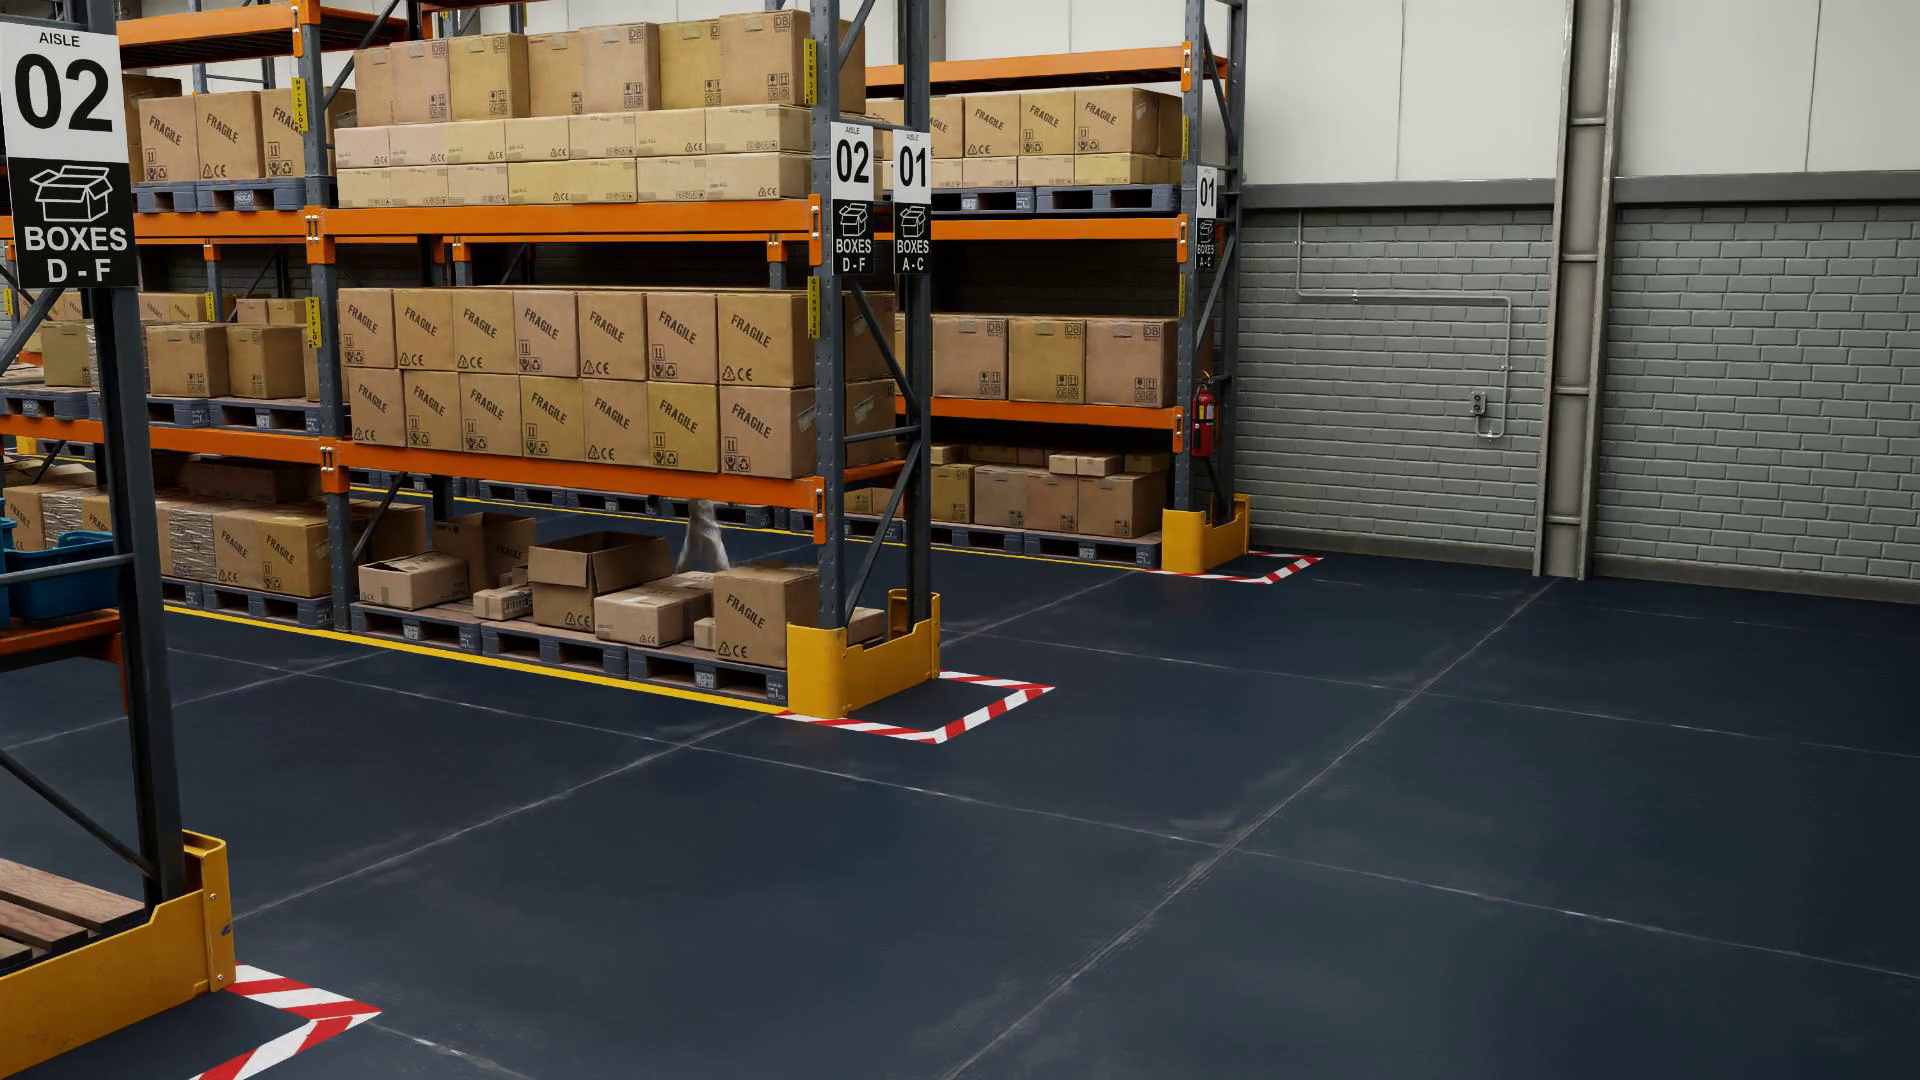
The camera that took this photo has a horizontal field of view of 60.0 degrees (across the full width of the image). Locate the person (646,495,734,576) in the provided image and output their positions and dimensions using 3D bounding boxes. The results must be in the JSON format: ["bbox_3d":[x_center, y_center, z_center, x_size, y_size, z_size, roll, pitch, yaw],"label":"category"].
[{"bbox_3d":[-1.928,-0.394,11.830,0.954,1.830,0.600,6,11,31],"label":"person"}]
